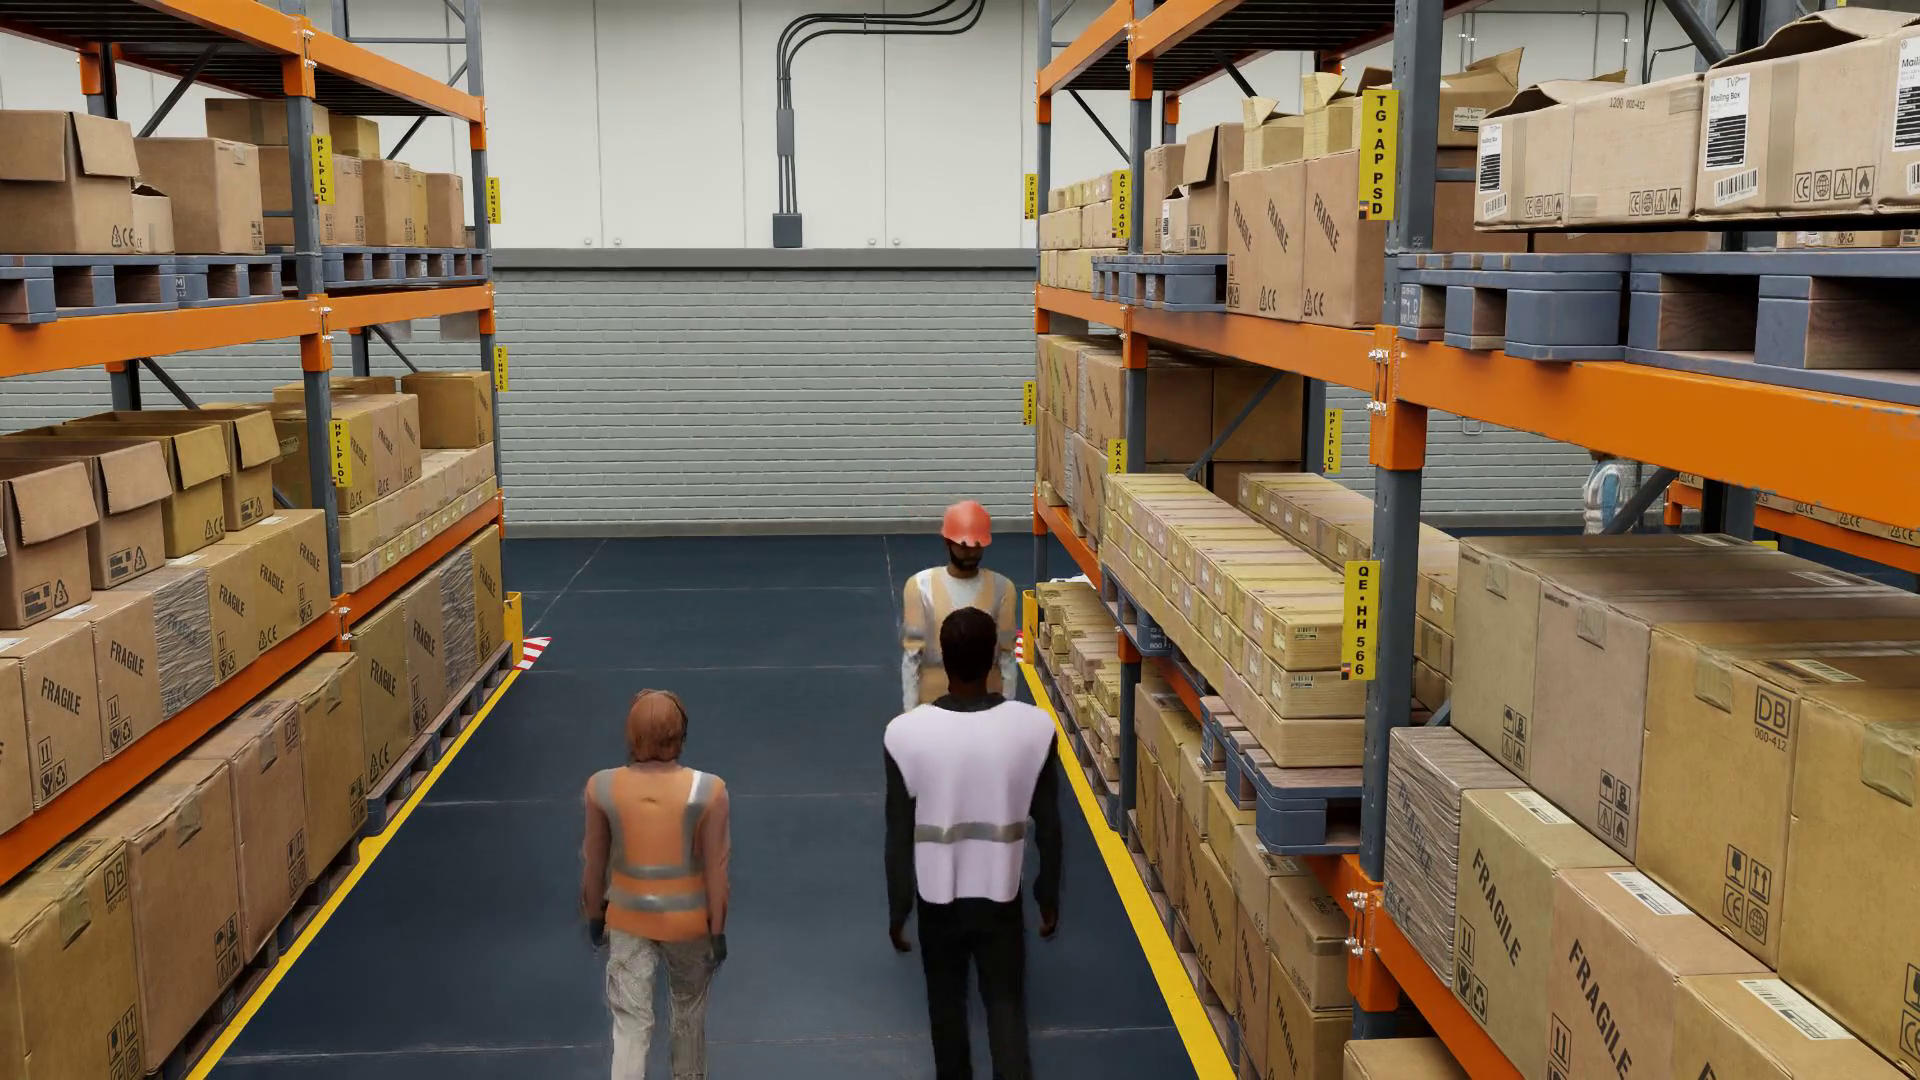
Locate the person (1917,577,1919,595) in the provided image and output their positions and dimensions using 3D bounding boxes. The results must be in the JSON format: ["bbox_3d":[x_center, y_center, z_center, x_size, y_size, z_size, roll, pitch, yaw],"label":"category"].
[{"bbox_3d":[7.909,-0.160,13.024,0.620,1.985,1.030,-1,10,-8],"label":"person"}]

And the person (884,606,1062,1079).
[{"bbox_3d":[0.054,1.172,5.499,0.600,1.894,0.731,-1,10,-8],"label":"person"}]

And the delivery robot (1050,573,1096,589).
[{"bbox_3d":[1.070,0.442,13.436,0.707,0.478,0.477,2,10,9],"label":"delivery robot"}]

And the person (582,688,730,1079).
[{"bbox_3d":[-1.031,1.304,5.578,0.521,1.600,0.847,0,10,2],"label":"person"}]

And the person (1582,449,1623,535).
[{"bbox_3d":[5.394,-0.091,13.785,0.792,1.610,0.523,1,10,6],"label":"person"}]

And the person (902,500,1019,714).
[{"bbox_3d":[-0.004,0.748,7.882,0.567,1.924,0.646,-1,10,-5],"label":"person"}]
